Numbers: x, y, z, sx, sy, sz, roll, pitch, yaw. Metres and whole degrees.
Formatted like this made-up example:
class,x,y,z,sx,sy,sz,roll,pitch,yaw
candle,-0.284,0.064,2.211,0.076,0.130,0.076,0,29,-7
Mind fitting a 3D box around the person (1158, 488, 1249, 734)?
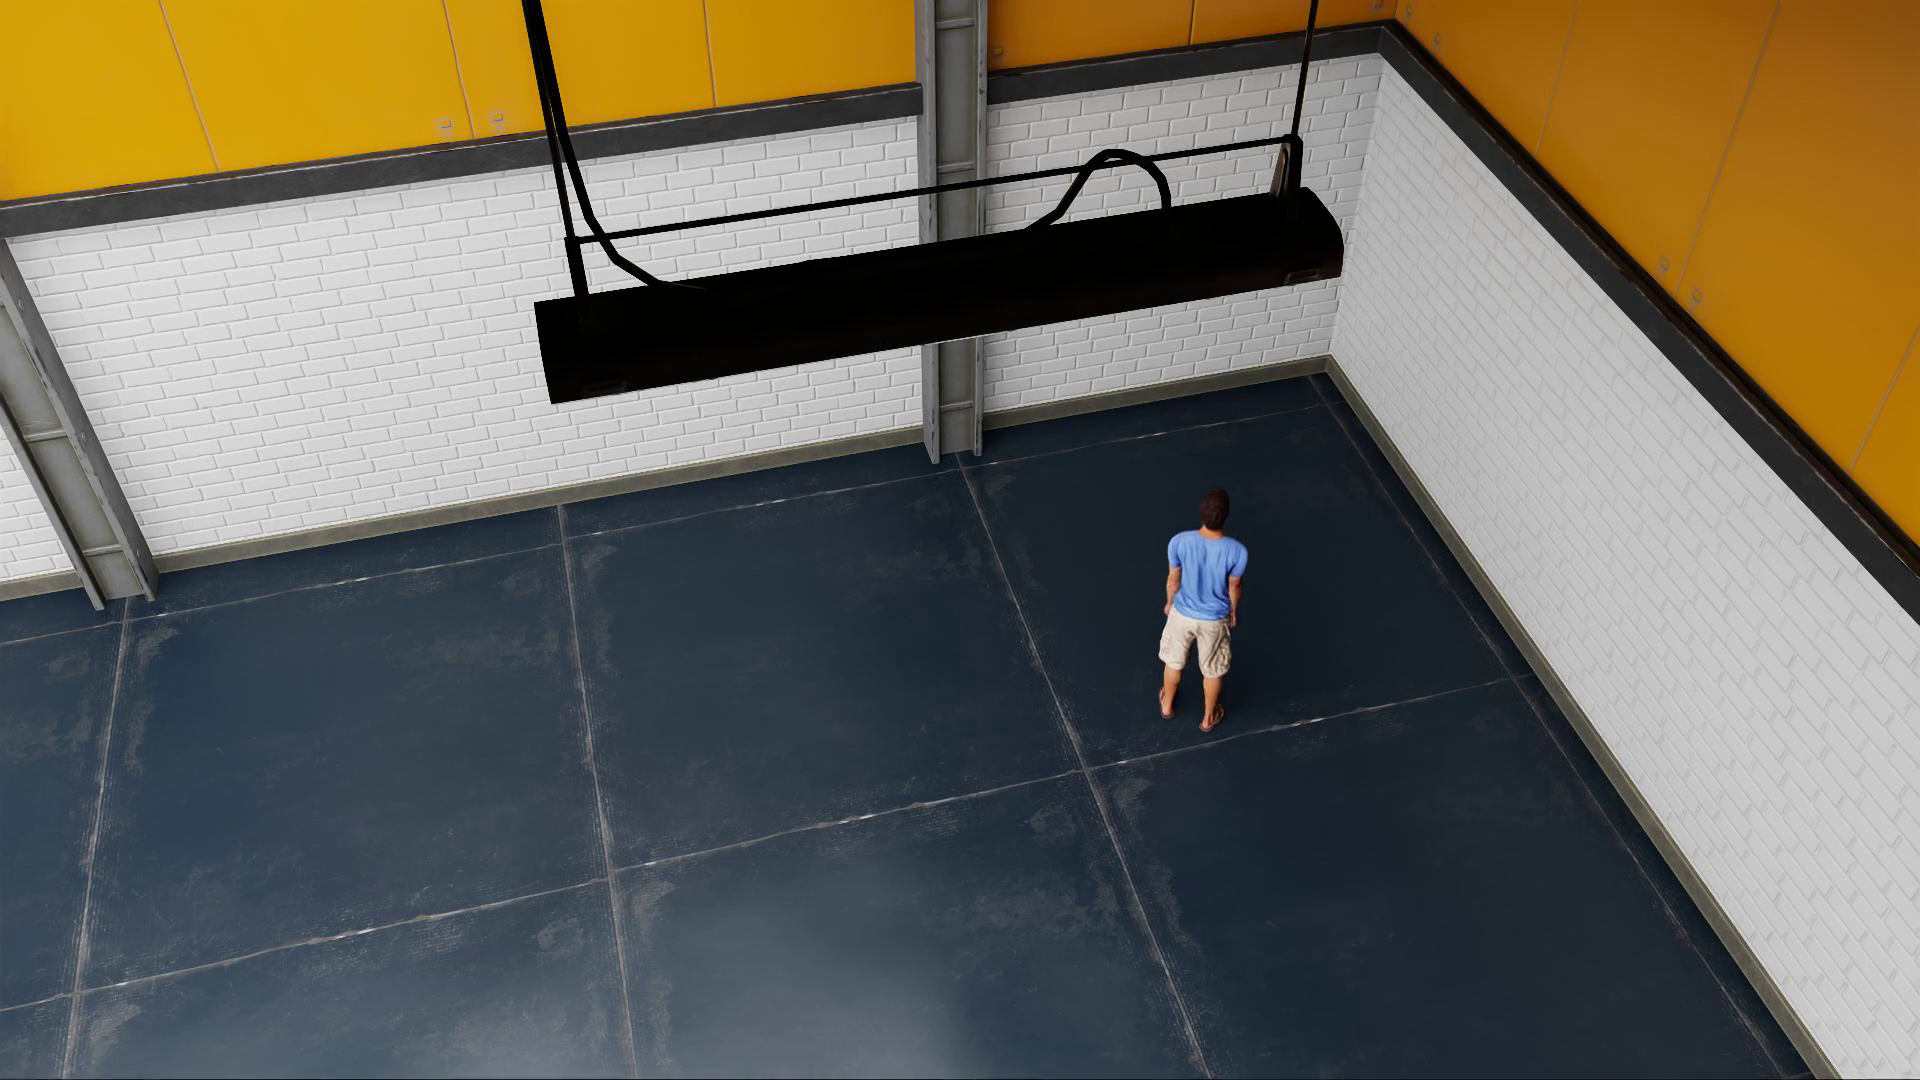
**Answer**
class,x,y,z,sx,sy,sz,roll,pitch,yaw
person,1.486,0.433,10.245,0.708,1.878,0.813,11,45,12
